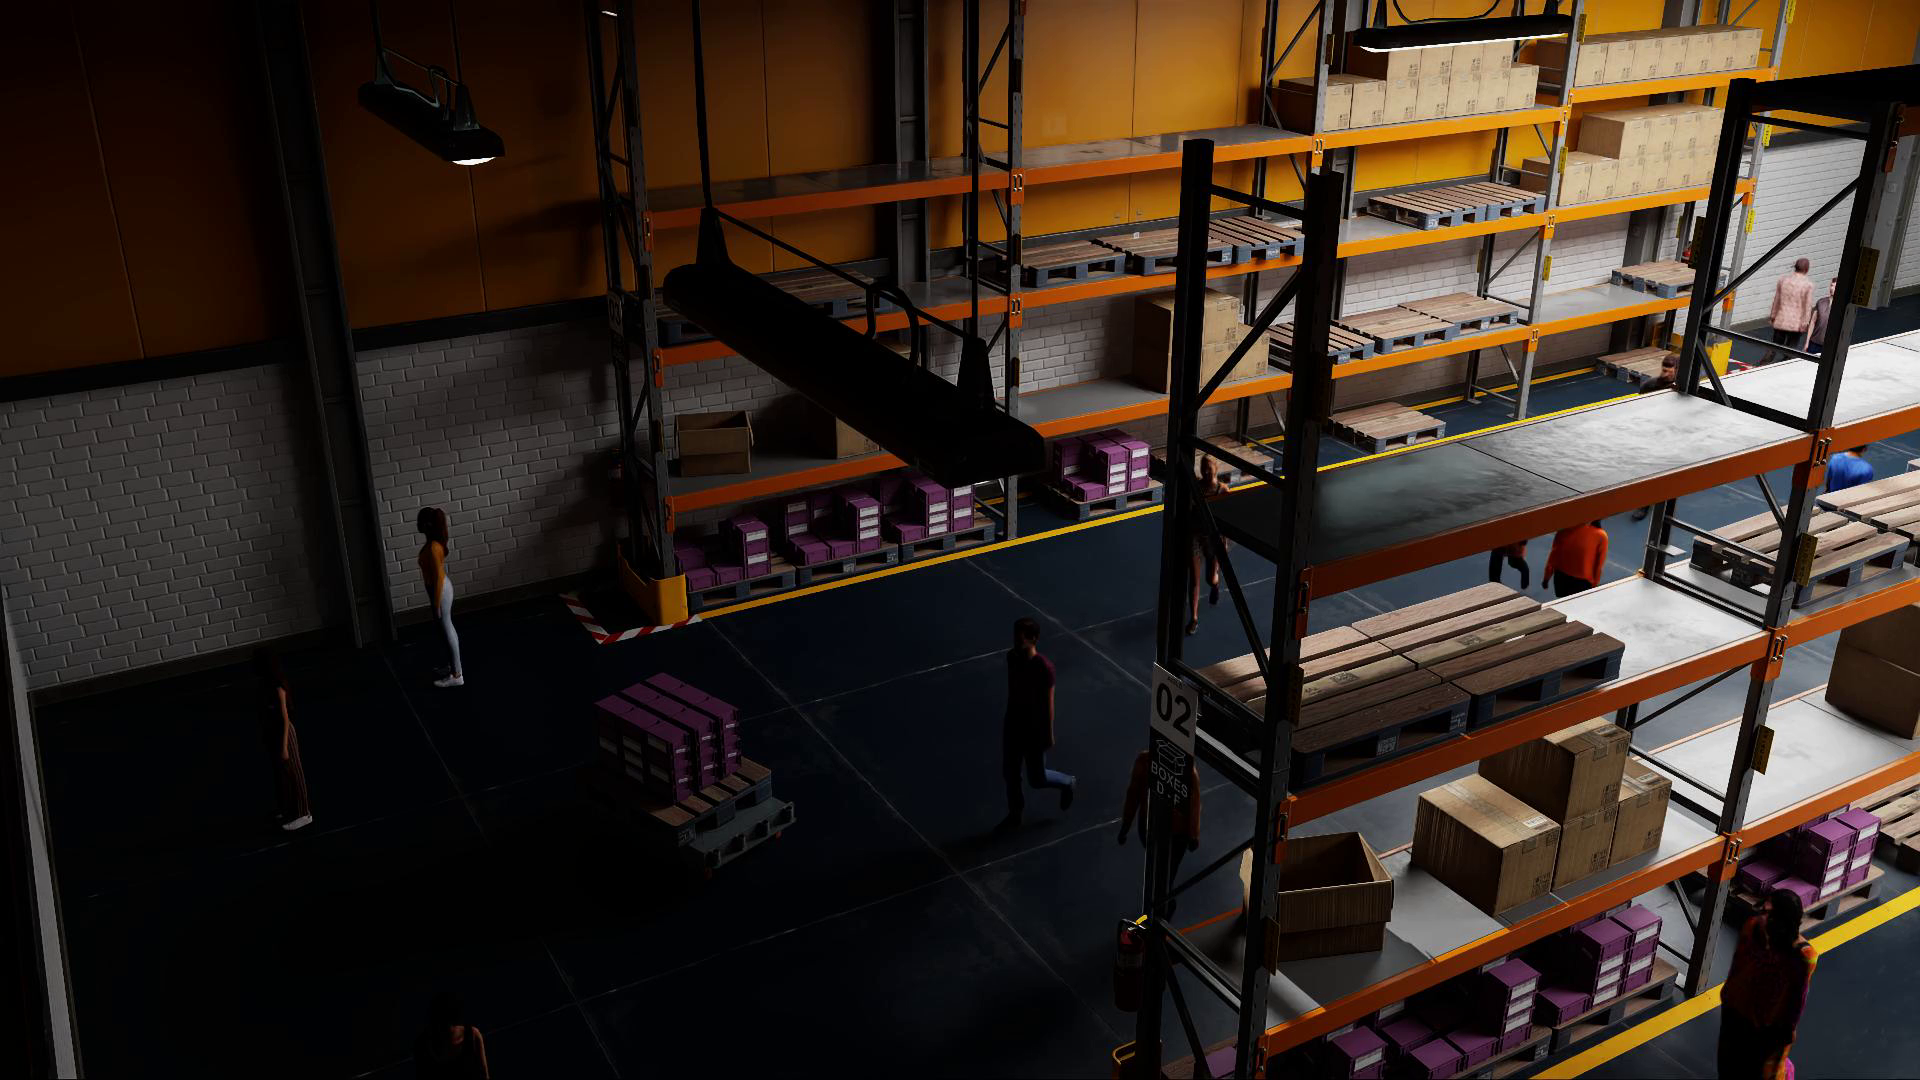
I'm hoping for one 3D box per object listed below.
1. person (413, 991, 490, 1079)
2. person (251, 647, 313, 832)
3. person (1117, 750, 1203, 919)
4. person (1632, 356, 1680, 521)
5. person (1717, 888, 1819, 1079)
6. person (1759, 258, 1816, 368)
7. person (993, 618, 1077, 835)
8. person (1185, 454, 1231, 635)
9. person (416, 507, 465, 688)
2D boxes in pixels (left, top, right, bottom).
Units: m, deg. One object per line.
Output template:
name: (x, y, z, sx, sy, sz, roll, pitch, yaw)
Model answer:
person: (-2.834, 3.167, 9.360, 0.521, 1.551, 0.652, -6, 24, -14)
person: (-5.352, 1.536, 13.076, 0.573, 1.563, 0.586, -19, 30, -37)
person: (1.485, 2.025, 11.749, 0.853, 1.729, 1.029, 20, 31, 38)
person: (7.915, -1.190, 18.866, 0.924, 1.920, 0.821, -21, 31, -39)
person: (4.887, 2.807, 10.042, 0.798, 1.664, 0.633, -13, 27, -27)
person: (11.569, -3.037, 23.254, 0.919, 1.790, 0.775, -18, 30, -36)
person: (0.590, 1.420, 12.996, 1.041, 1.838, 0.790, -19, 30, -37)
person: (2.423, -0.033, 16.335, 0.955, 1.827, 1.060, 9, 25, 20)
person: (-4.750, 0.509, 15.191, 0.631, 1.750, 0.656, -6, 24, -14)
